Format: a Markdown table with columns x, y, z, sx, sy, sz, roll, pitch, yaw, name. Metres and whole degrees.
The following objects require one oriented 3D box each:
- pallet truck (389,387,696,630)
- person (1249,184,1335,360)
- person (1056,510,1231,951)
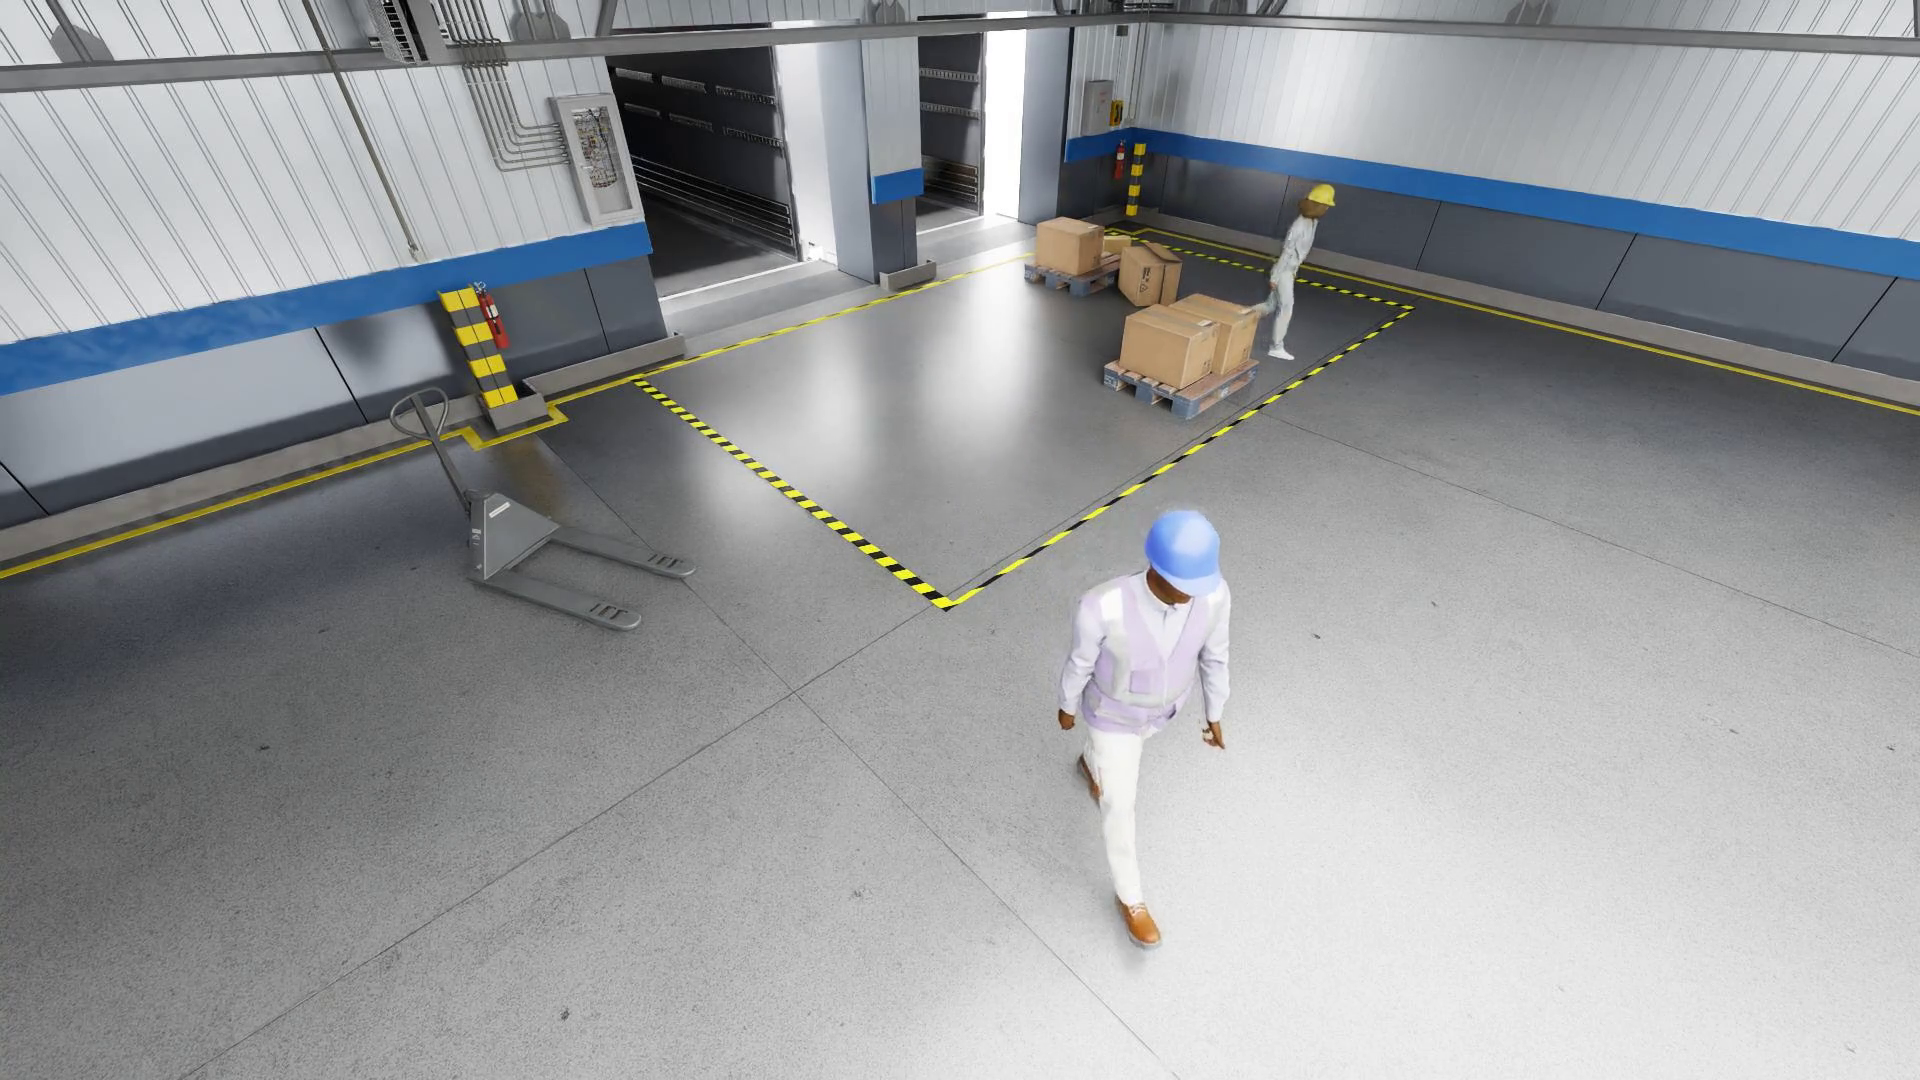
| x | y | z | sx | sy | sz | roll | pitch | yaw | name |
| --- | --- | --- | --- | --- | --- | --- | --- | --- | --- |
| -2.613 | -0.247 | 4.593 | 1.601 | 1.201 | 0.680 | 14 | 40 | 17 | pallet truck |
| 3.214 | -2.717 | 7.426 | 0.801 | 1.692 | 0.499 | 24 | 44 | 27 | person |
| 0.737 | 0.693 | 2.834 | 0.630 | 1.893 | 0.996 | -11 | 39 | -13 | person |
